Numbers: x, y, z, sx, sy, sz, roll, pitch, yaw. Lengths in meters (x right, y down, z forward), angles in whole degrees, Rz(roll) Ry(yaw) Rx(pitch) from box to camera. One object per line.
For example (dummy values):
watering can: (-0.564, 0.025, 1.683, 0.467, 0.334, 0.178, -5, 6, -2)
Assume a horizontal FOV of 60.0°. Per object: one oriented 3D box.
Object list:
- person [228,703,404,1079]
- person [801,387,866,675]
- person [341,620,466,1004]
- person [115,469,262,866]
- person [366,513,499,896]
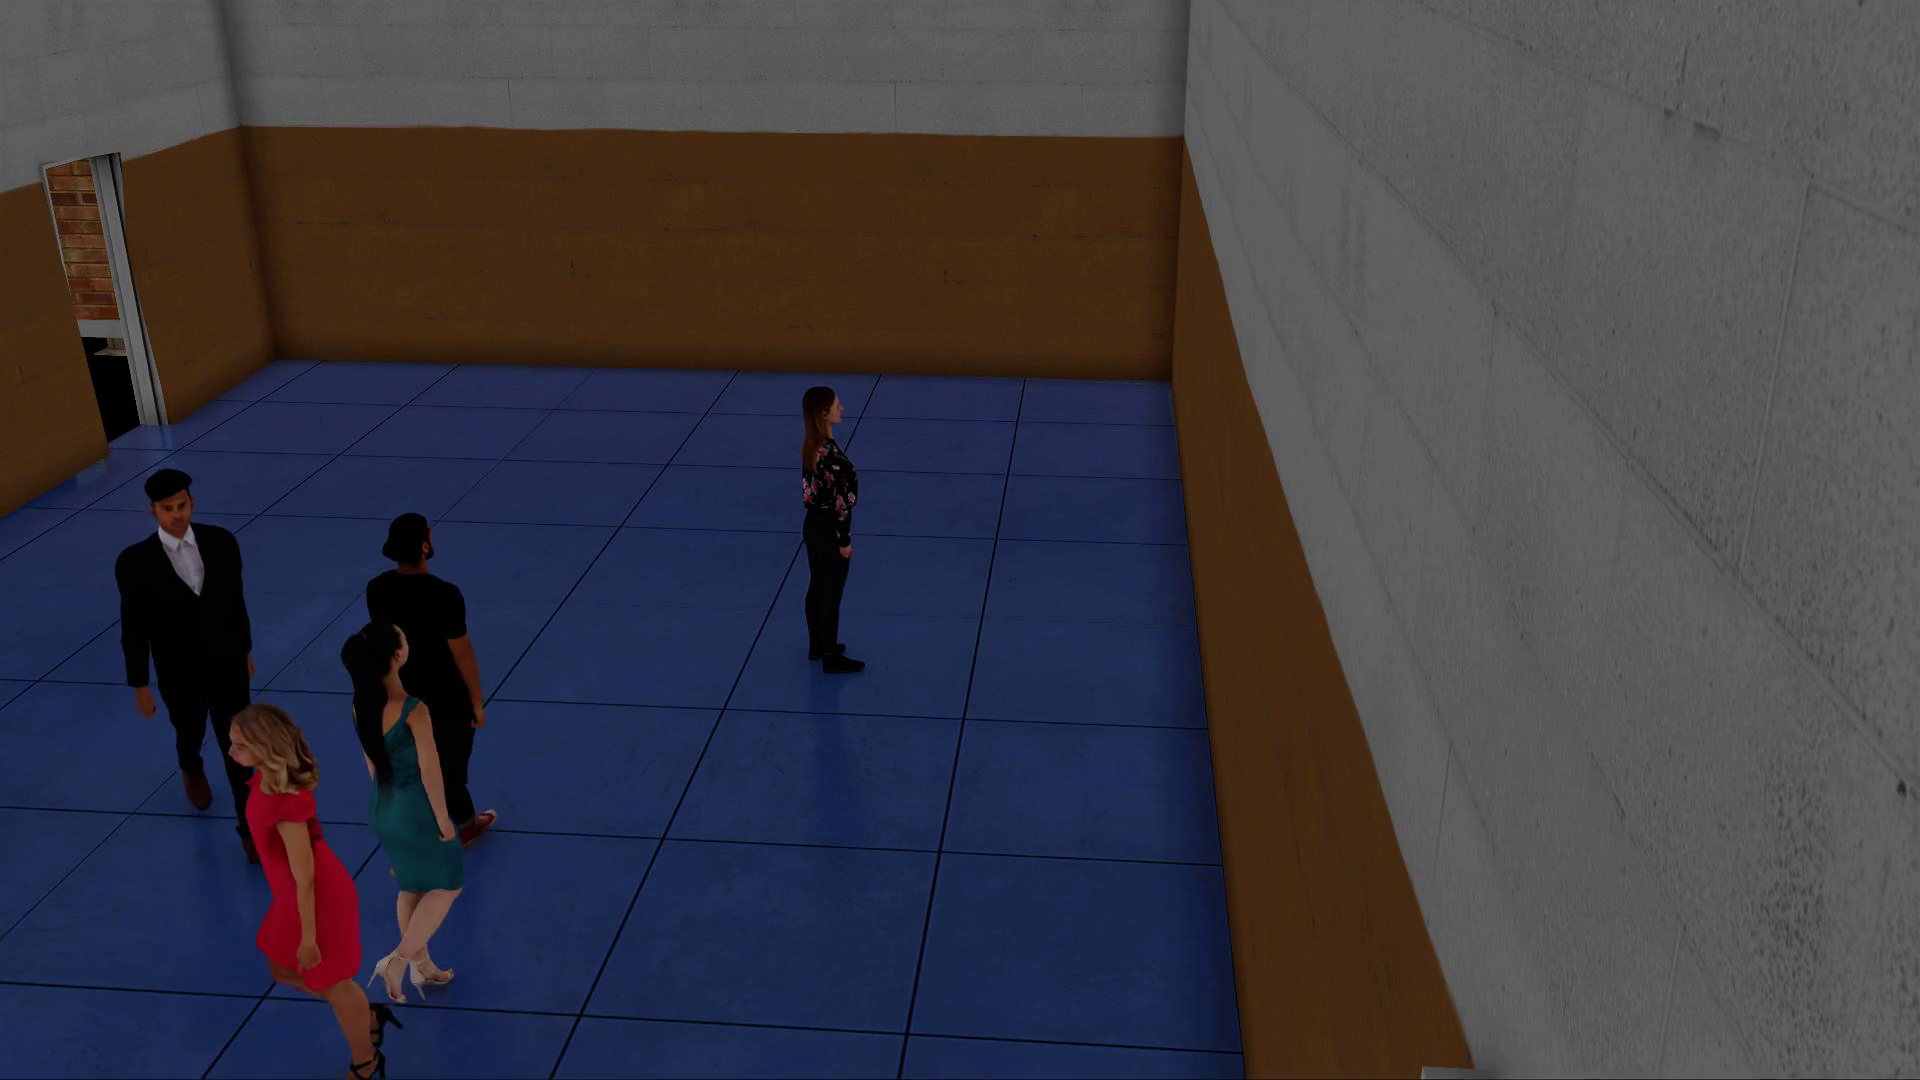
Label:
person: (-2.268, 1.295, 6.029, 0.826, 1.707, 0.764, -11, 24, -25)
person: (-0.759, -0.062, 9.438, 0.661, 1.684, 0.653, -10, 24, -23)
person: (-2.206, 1.125, 6.495, 0.733, 1.674, 0.770, 12, 25, 27)
person: (-3.561, 0.541, 7.721, 1.251, 1.844, 1.288, -16, 27, -34)
person: (-2.380, 0.746, 7.362, 1.095, 1.732, 0.873, 7, 23, 17)
